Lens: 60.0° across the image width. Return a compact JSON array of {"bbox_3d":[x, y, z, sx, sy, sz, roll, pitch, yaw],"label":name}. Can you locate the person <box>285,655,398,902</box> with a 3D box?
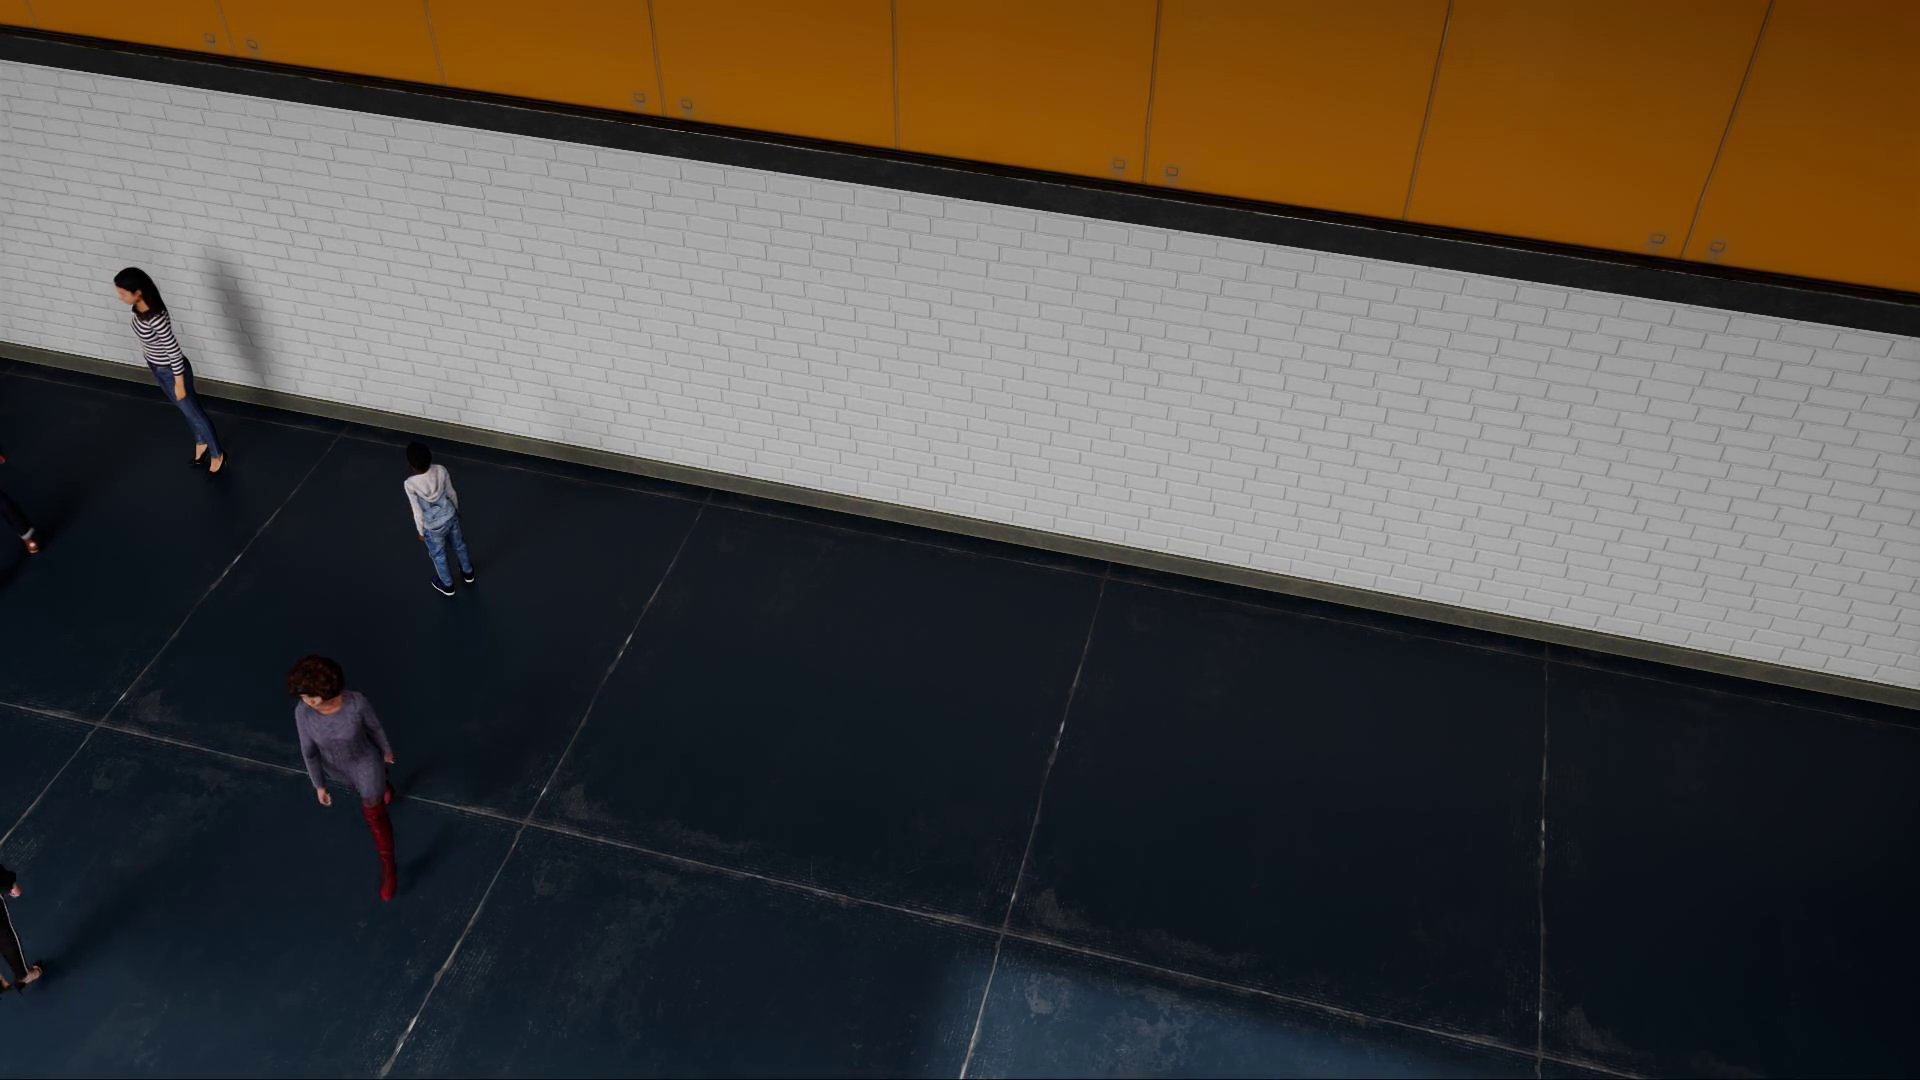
[{"bbox_3d":[-3.469,1.202,9.484,0.914,1.667,1.225,-8,44,-8],"label":"person"}]

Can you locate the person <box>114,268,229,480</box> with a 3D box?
[{"bbox_3d":[-5.640,-1.201,11.912,0.655,1.797,0.649,-33,53,-30],"label":"person"}]

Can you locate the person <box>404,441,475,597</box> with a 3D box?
[{"bbox_3d":[-3.530,-0.156,11.204,0.622,1.260,0.539,34,53,31],"label":"person"}]
